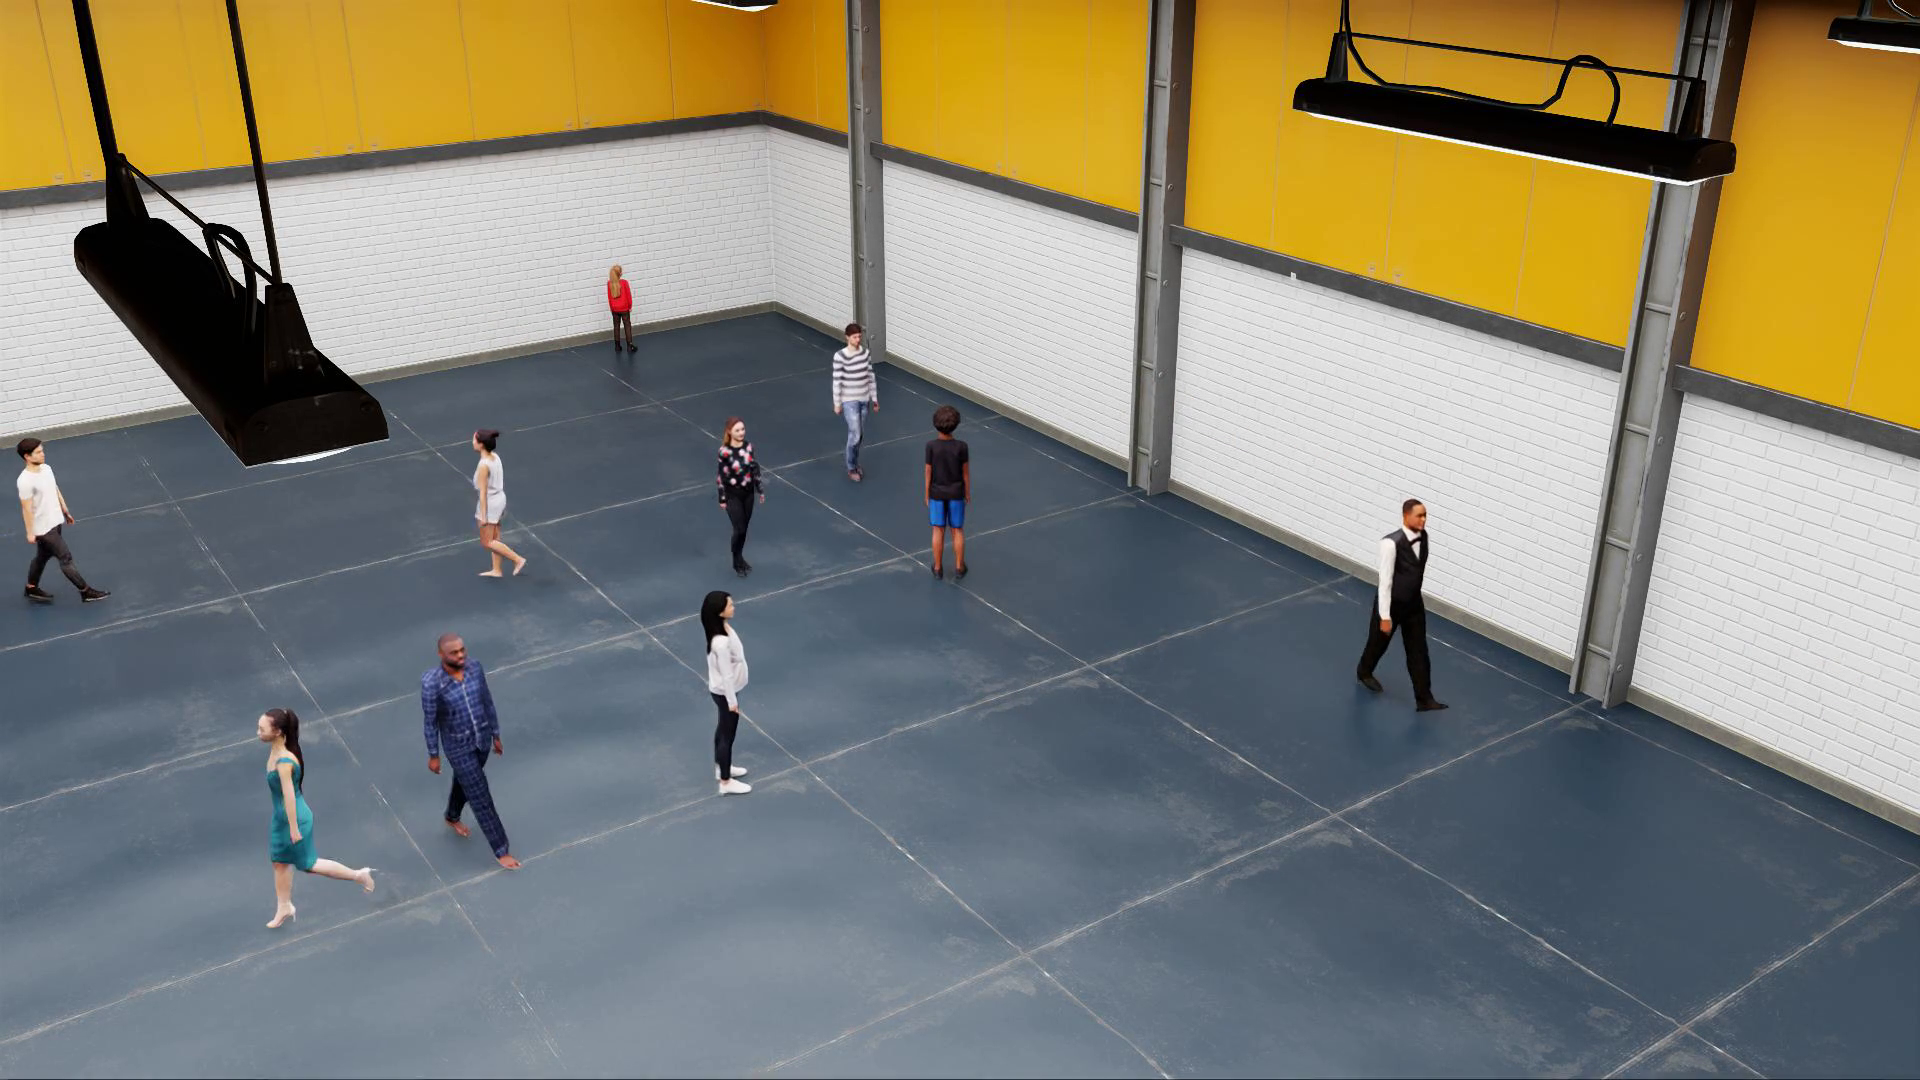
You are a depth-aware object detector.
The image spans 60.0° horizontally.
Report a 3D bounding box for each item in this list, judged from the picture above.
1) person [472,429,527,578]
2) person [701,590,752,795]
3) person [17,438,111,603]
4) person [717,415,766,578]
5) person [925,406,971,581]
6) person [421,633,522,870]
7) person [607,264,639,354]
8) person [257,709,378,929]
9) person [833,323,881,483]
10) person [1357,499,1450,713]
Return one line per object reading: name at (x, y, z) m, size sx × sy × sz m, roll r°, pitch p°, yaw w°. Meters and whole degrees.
person at (-4.579, -0.328, 16.489) m, size 0.861 × 1.595 × 0.815 m, roll 2°, pitch 24°, yaw 4°
person at (-1.832, 1.161, 12.949) m, size 0.751 × 1.700 × 0.611 m, roll -6°, pitch 24°, yaw -13°
person at (-8.867, -0.158, 15.995) m, size 1.055 × 1.679 × 1.115 m, roll -1°, pitch 24°, yaw -3°
person at (-2.275, -0.479, 16.742) m, size 0.663 × 1.668 × 0.644 m, roll 20°, pitch 31°, yaw 39°
person at (-0.129, -0.469, 16.560) m, size 0.701 × 1.796 × 0.724 m, roll 0°, pitch 24°, yaw -1°
person at (-3.647, 1.482, 12.134) m, size 1.242 × 1.766 × 0.923 m, roll 18°, pitch 29°, yaw 35°
person at (-4.836, -3.305, 23.692) m, size 0.588 × 1.281 × 0.645 m, roll 3°, pitch 24°, yaw 7°
person at (-4.465, 1.899, 11.314) m, size 0.691 × 1.659 × 0.946 m, roll -12°, pitch 26°, yaw -26°
person at (-1.262, -1.628, 19.162) m, size 0.677 × 1.837 × 0.732 m, roll -19°, pitch 30°, yaw -37°
person at (3.683, 0.520, 14.210) m, size 0.825 × 1.866 × 1.289 m, roll -12°, pitch 26°, yaw -25°
